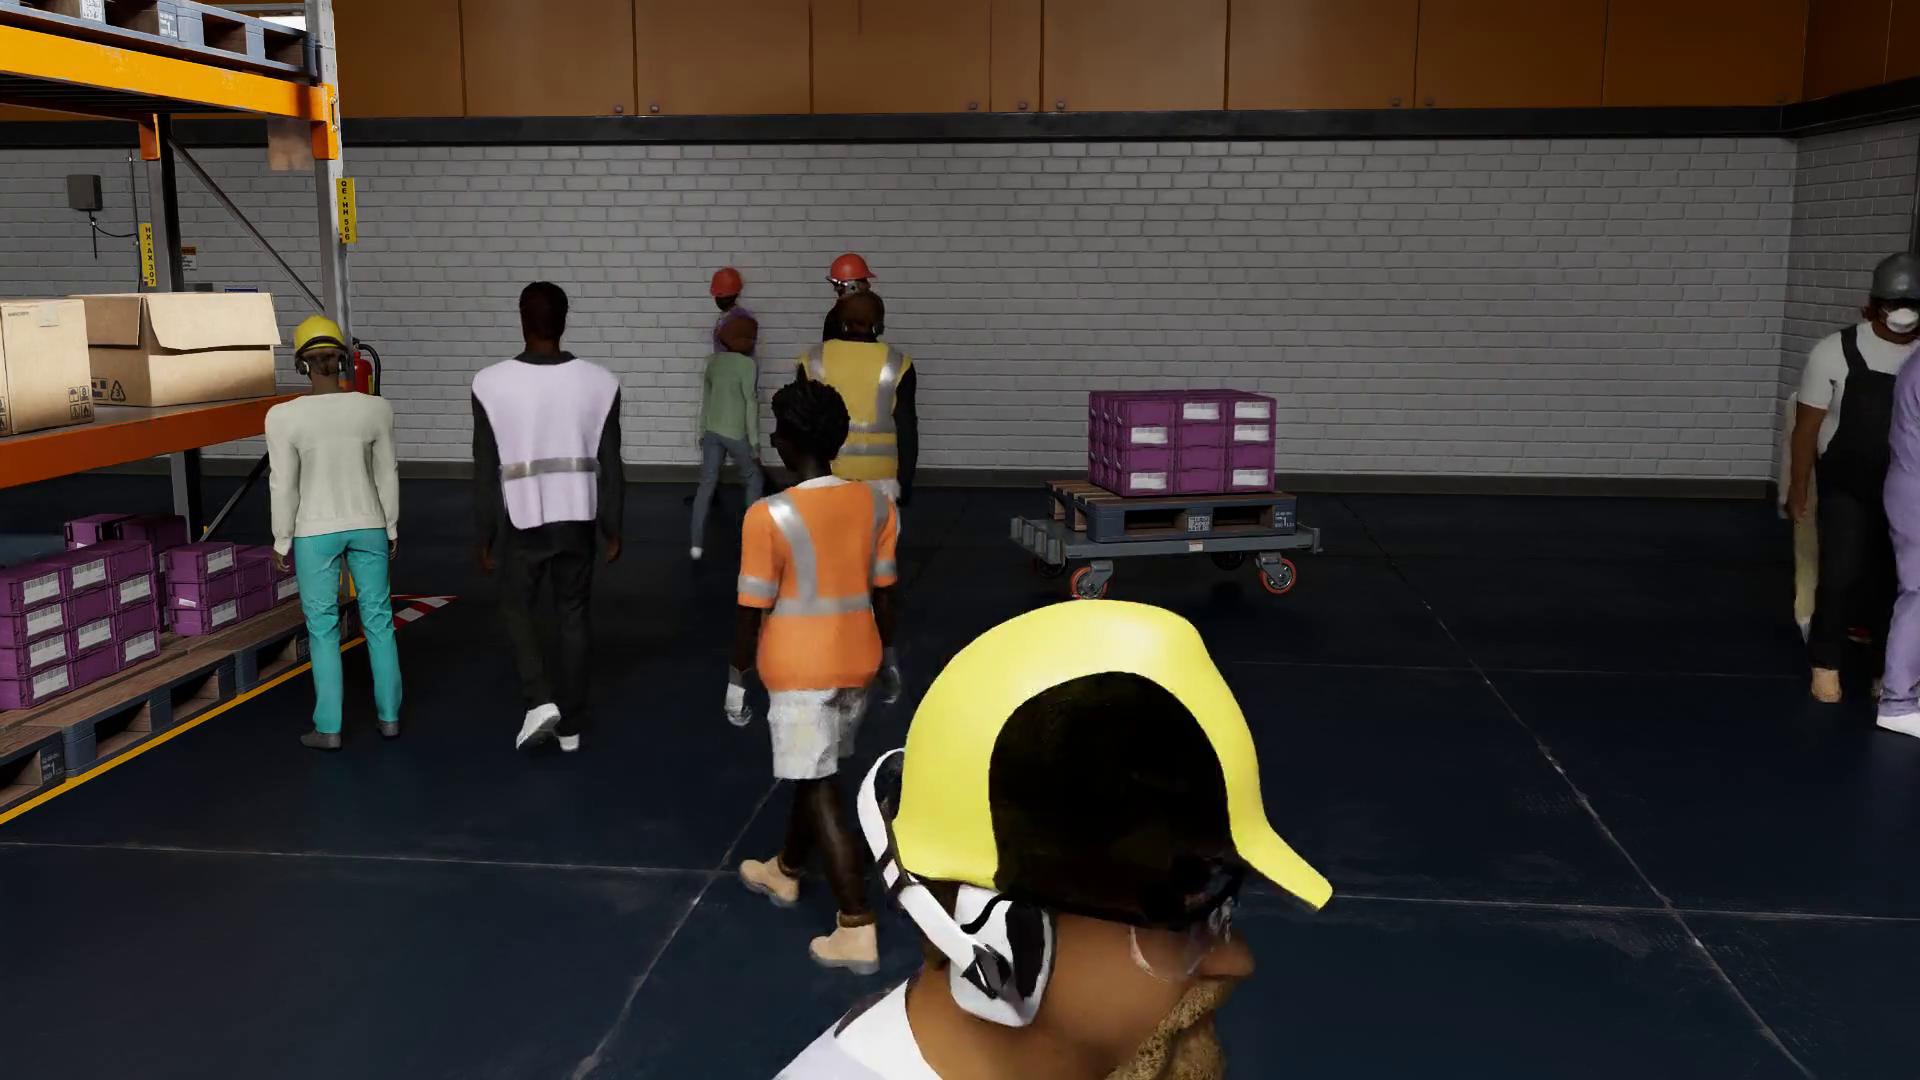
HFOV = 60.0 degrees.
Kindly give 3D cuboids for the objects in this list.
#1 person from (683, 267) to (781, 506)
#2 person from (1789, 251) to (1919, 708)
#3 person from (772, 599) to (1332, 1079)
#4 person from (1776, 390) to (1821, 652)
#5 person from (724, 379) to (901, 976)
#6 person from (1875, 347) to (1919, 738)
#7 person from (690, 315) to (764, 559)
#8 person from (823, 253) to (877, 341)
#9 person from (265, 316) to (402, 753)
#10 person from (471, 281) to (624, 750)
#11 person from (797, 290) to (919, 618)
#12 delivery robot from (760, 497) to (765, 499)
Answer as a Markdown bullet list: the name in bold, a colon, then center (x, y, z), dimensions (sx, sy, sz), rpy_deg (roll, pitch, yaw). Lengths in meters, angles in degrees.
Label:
- **person**: center (-1.778, -1.186, 13.019), dimensions (0.651, 1.896, 0.547), rpy_deg (-5, 11, -26)
- **person**: center (4.045, -0.256, 7.277), dimensions (0.714, 2.000, 0.543), rpy_deg (3, 10, 15)
- **person**: center (0.059, 0.932, 1.183), dimensions (0.942, 1.786, 0.585), rpy_deg (7, 12, 36)
- **person**: center (4.300, -0.197, 8.171), dimensions (0.508, 1.611, 0.646), rpy_deg (4, 11, 20)
- **person**: center (-0.454, 0.366, 4.815), dimensions (0.792, 1.654, 0.546), rpy_deg (9, 13, 42)
- **person**: center (4.039, -0.110, 6.870), dimensions (0.408, 1.888, 0.695), rpy_deg (5, 11, 27)
- **person**: center (-1.482, -0.678, 10.964), dimensions (0.641, 1.585, 0.748), rpy_deg (9, 13, 42)
- **person**: center (-0.719, -0.876, 10.950), dimensions (0.375, 1.997, 0.612), rpy_deg (-3, 10, -16)
- **person**: center (-2.530, -0.021, 6.744), dimensions (0.524, 1.759, 0.328), rpy_deg (-8, 13, -39)
- **person**: center (-1.624, -0.072, 6.627), dimensions (0.604, 1.899, 0.468), rpy_deg (-4, 11, -24)
- **person**: center (-0.520, -0.349, 8.433), dimensions (0.635, 1.825, 0.635), rpy_deg (1, 10, 8)
- **delivery robot**: center (-0.941, -0.170, 10.767), dimensions (0.707, 0.478, 0.477), rpy_deg (-1, 10, -7)
